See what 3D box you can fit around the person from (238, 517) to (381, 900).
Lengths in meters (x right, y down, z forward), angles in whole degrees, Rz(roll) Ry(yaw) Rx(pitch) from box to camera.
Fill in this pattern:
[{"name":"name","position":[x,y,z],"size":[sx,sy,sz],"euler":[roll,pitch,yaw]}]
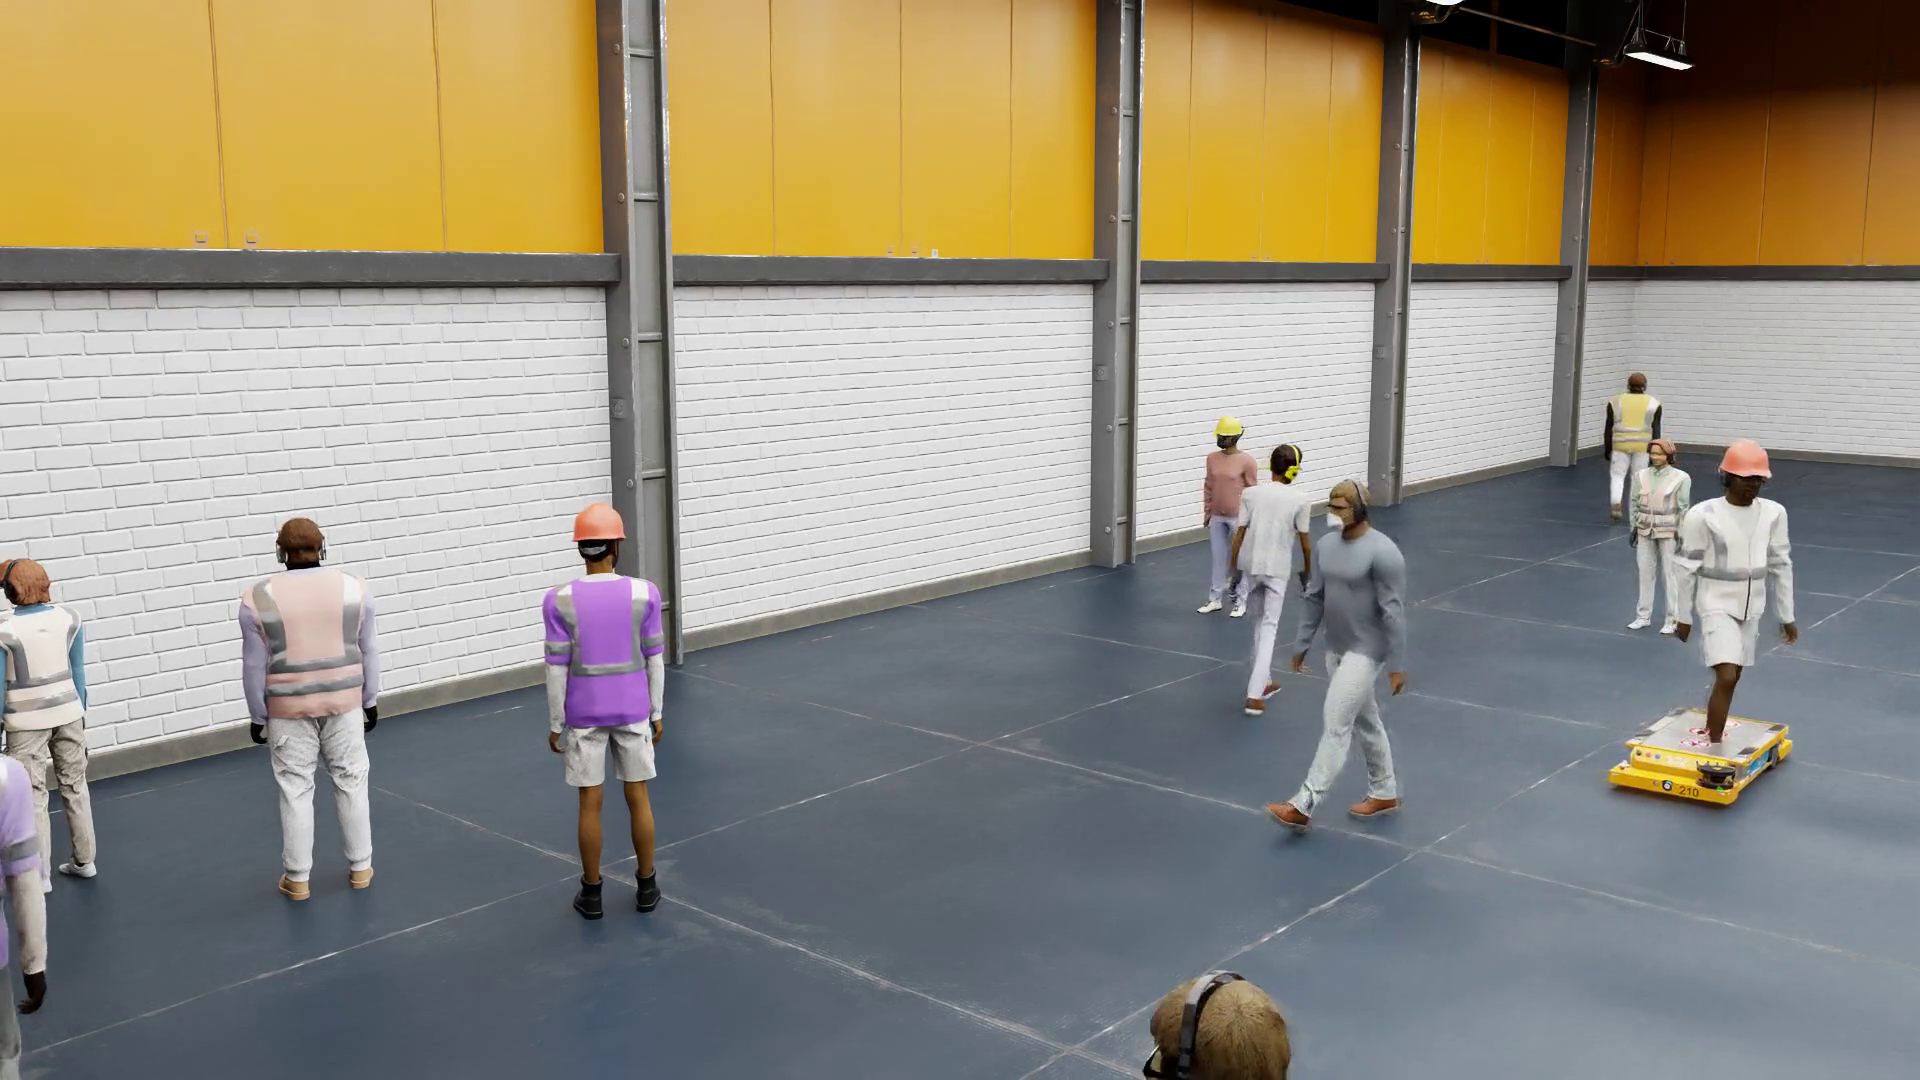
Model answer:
[{"name":"person","position":[-3.100,0.801,7.972],"size":[0.624,1.840,0.429],"euler":[-5,10,-30]}]

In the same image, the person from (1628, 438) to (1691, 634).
[{"name":"person","position":[5.832,-0.038,13.885],"size":[0.312,1.632,0.518],"euler":[-6,11,-35]}]

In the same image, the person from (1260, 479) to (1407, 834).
[{"name":"person","position":[2.001,0.621,8.911],"size":[0.989,1.889,0.661],"euler":[-4,10,-21]}]

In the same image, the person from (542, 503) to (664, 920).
[{"name":"person","position":[-1.643,0.794,7.720],"size":[0.542,1.931,0.376],"euler":[-3,9,-16]}]

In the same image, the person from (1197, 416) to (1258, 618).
[{"name":"person","position":[2.343,-0.205,14.515],"size":[0.526,1.765,0.329],"euler":[8,12,42]}]

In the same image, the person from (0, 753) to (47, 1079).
[{"name":"person","position":[-3.030,1.249,4.913],"size":[0.589,1.915,0.536],"euler":[-4,10,-26]}]

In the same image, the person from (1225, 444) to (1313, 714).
[{"name":"person","position":[2.138,0.257,11.436],"size":[0.540,1.819,0.876],"euler":[6,11,31]}]

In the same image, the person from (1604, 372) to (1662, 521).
[{"name":"person","position":[8.030,-1.092,19.885],"size":[0.628,1.832,0.564],"euler":[4,10,23]}]

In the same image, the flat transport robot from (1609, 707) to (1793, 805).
[{"name":"flat transport robot","position":[4.459,1.264,9.960],"size":[0.652,0.197,1.431],"euler":[7,12,39]}]

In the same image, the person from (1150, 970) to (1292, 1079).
[{"name":"person","position":[0.402,1.611,2.780],"size":[0.618,1.874,1.012],"euler":[-5,11,-31]}]

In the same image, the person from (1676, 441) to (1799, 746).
[{"name":"person","position":[4.585,0.436,9.730],"size":[0.614,2.015,0.790],"euler":[-2,9,-11]}]

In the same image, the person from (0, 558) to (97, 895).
[{"name":"person","position":[-4.447,0.894,8.039],"size":[0.316,1.629,0.507],"euler":[5,10,30]}]
